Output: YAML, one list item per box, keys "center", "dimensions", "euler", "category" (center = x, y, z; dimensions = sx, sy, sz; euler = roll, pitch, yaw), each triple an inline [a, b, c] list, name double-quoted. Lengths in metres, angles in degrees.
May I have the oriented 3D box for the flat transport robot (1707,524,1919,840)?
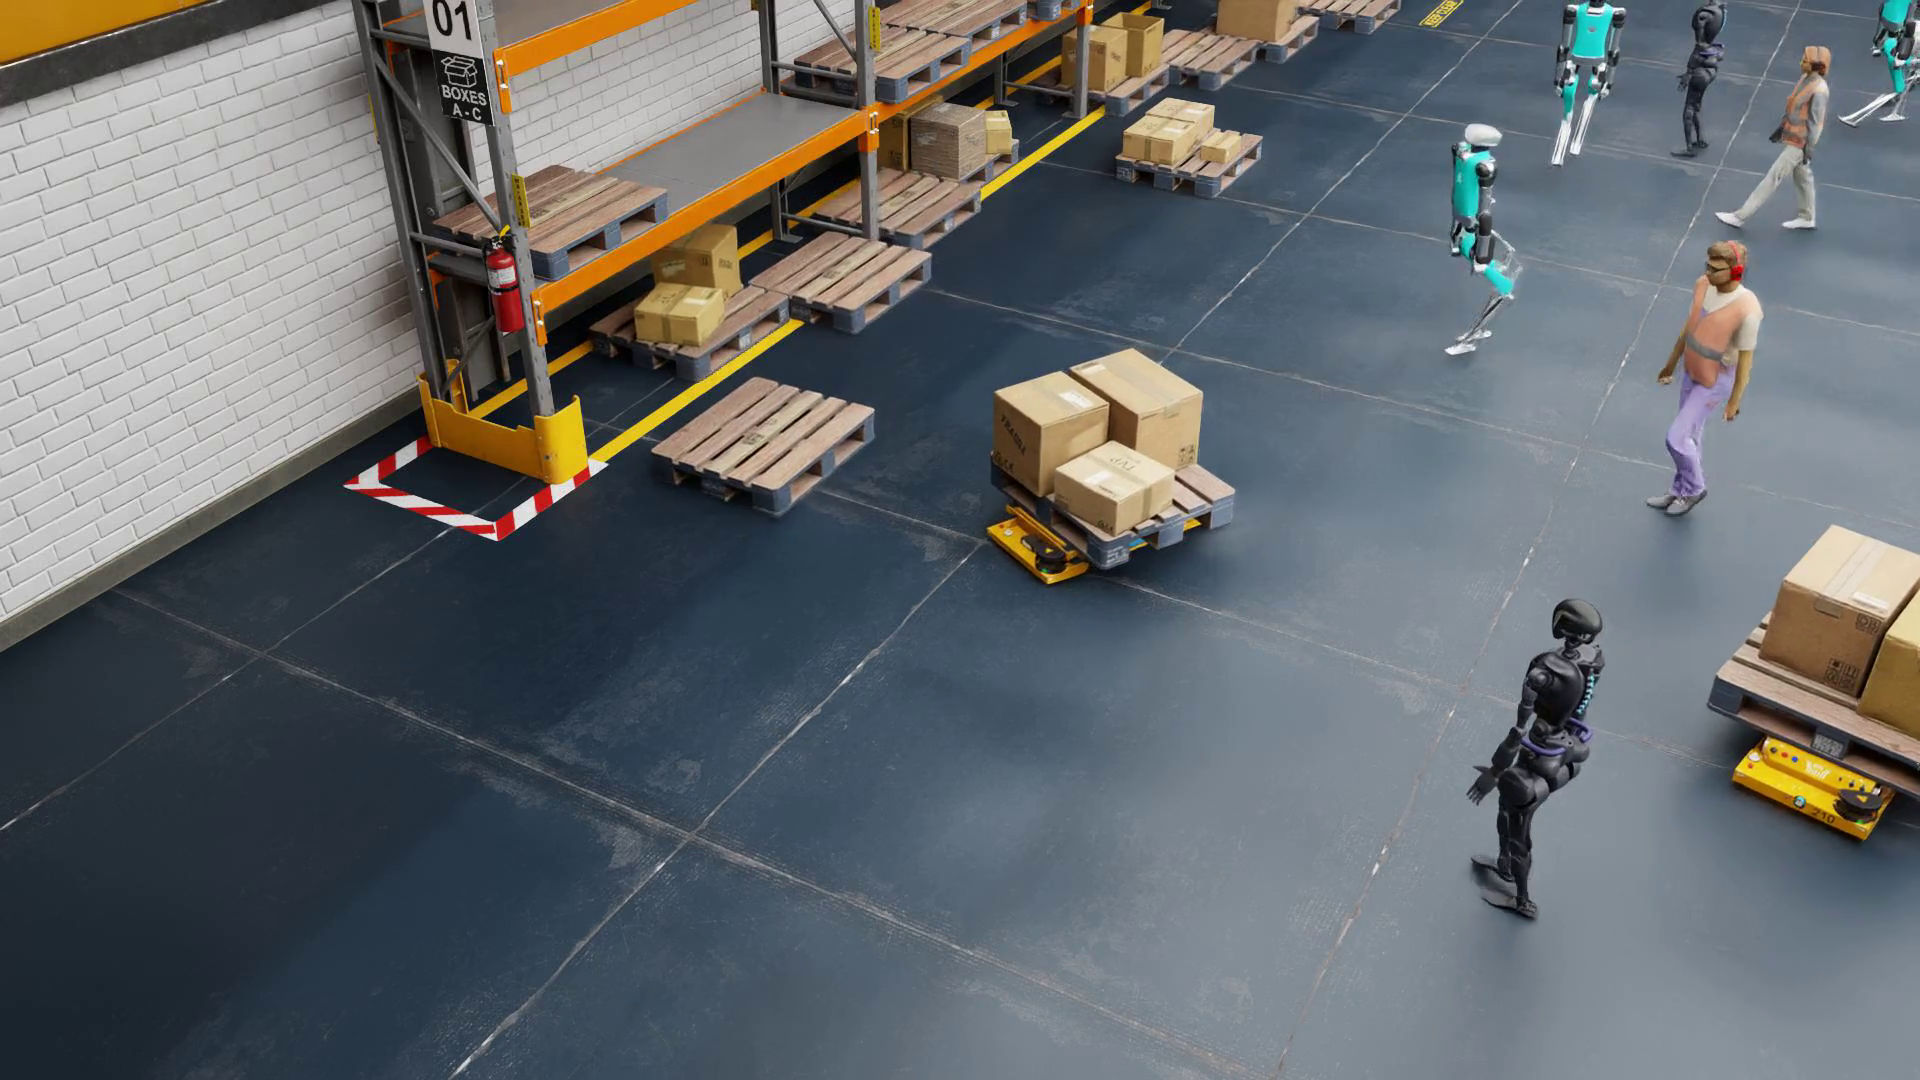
- center: [4.635, 0.988, 8.652]
  dimensions: [0.659, 0.231, 1.431]
  euler: [27, 42, 34]
  category: "flat transport robot"

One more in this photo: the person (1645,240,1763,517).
- center: [4.570, -0.985, 10.225]
  dimensions: [0.459, 1.826, 0.572]
  euler: [-3, 34, -4]
  category: "person"

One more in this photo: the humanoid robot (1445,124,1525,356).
- center: [3.883, -2.167, 12.054]
  dimensions: [0.794, 1.738, 0.530]
  euler: [-5, 34, -8]
  category: "humanoid robot"

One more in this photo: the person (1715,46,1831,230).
- center: [7.015, -3.377, 14.056]
  dimensions: [0.871, 1.590, 0.544]
  euler: [8, 34, 11]
  category: "person"

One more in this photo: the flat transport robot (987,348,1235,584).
- center: [0.940, -0.154, 10.381]
  dimensions: [1.431, 0.231, 0.659]
  euler: [-20, 38, -27]
  category: "flat transport robot"

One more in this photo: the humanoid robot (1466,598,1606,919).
- center: [2.555, 0.970, 7.406]
  dimensions: [0.607, 1.648, 0.427]
  euler: [-21, 39, -29]
  category: "humanoid robot"

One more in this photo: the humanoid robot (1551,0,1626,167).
- center: [5.725, -4.270, 15.259]
  dimensions: [0.549, 1.733, 0.989]
  euler: [12, 35, 18]
  category: "humanoid robot"

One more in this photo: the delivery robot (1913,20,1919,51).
- center: [10.566, -5.386, 18.020]
  dimensions: [0.499, 0.576, 0.768]
  euler: [-5, 34, -8]
  category: "delivery robot"

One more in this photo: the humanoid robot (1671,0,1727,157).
- center: [6.980, -4.450, 15.613]
  dimensions: [0.374, 1.643, 0.599]
  euler: [23, 40, 30]
  category: "humanoid robot"

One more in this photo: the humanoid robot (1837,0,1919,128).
- center: [9.140, -4.773, 16.055]
  dimensions: [1.041, 1.731, 0.556]
  euler: [-3, 34, -4]
  category: "humanoid robot"
